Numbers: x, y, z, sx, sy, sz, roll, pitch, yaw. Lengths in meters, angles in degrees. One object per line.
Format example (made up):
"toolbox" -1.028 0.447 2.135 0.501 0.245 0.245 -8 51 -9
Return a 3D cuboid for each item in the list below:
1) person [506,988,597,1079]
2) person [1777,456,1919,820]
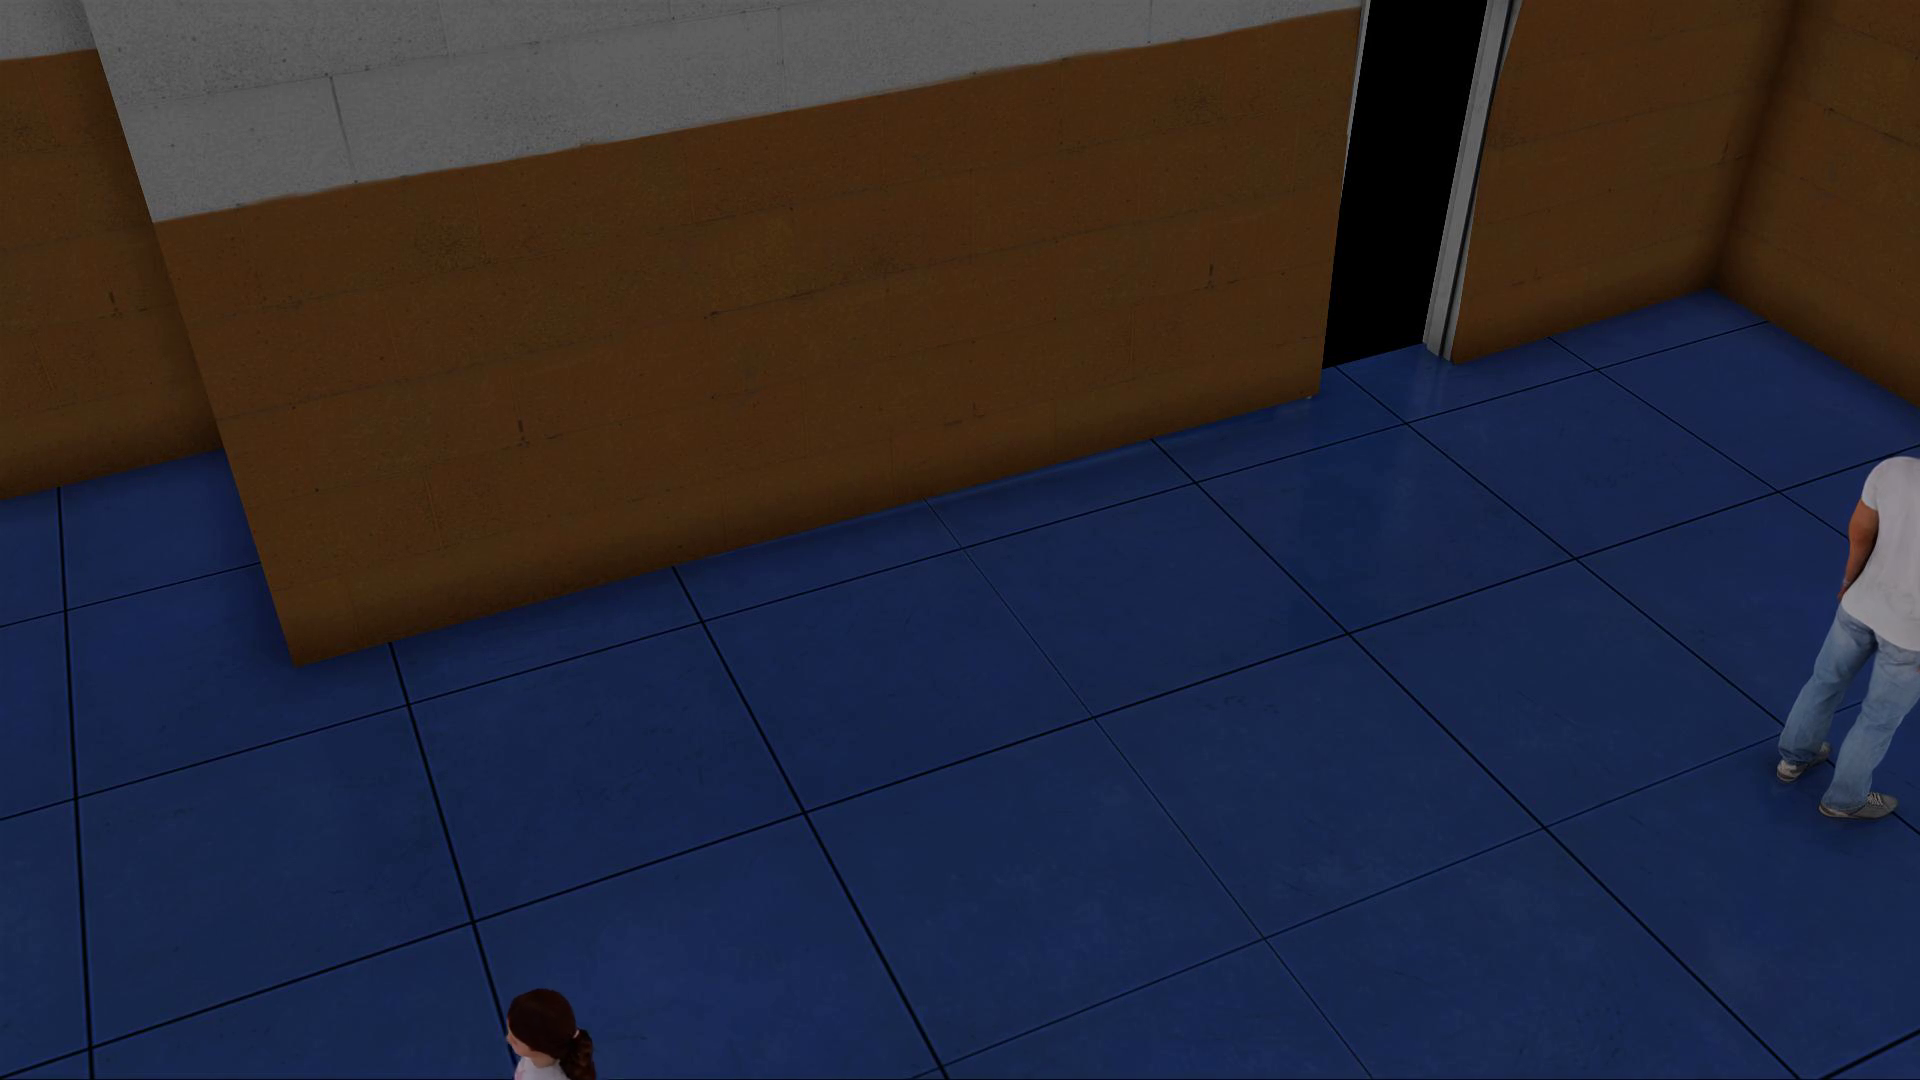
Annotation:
"person" -1.164 1.714 4.994 0.555 1.106 0.610 -11 38 -14
"person" 3.528 0.273 6.280 0.745 1.866 0.518 -13 39 -16
